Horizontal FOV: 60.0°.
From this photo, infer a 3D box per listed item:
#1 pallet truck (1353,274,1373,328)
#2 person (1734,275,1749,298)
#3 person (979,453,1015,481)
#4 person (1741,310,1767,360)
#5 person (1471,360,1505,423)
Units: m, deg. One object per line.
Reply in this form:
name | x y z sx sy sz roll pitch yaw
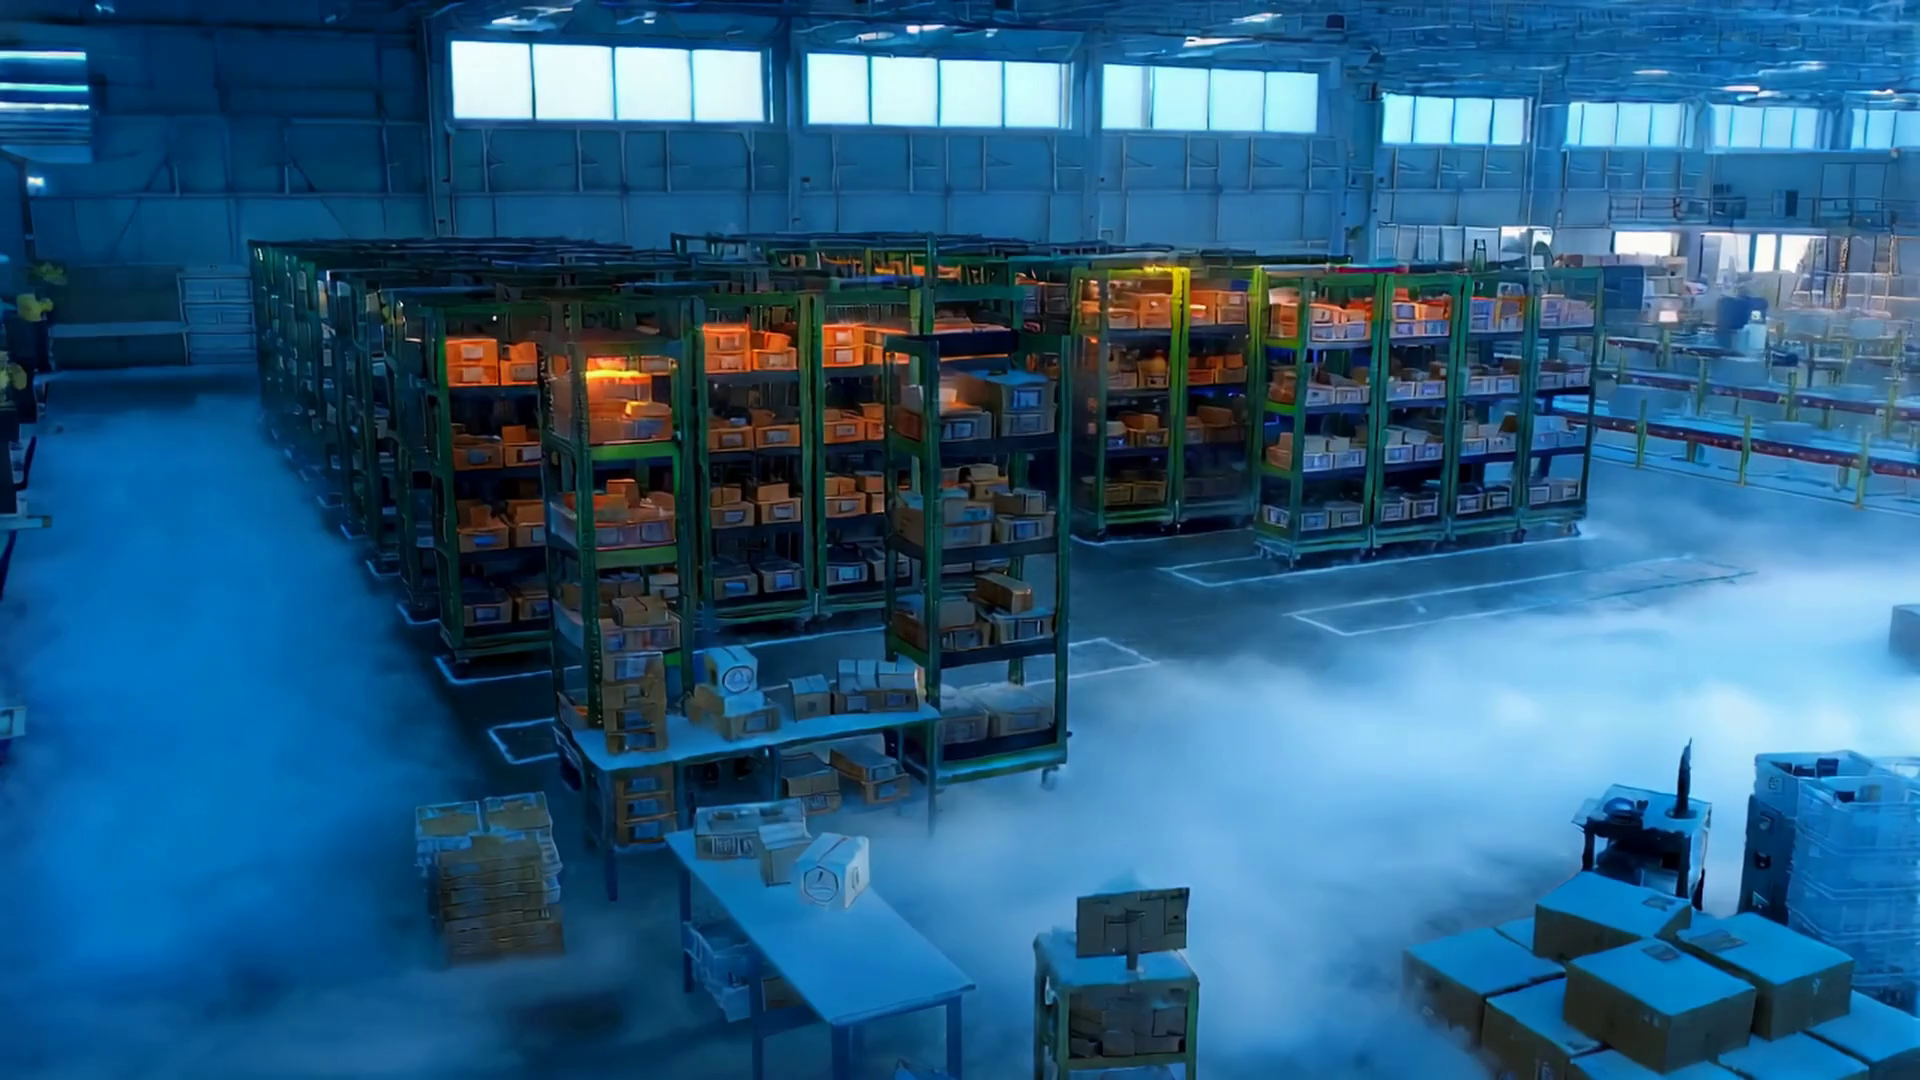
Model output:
pallet truck | 13.011 -8.050 55.243 0.823 1.965 1.885 -7 14 -28
person | 23.794 -7.059 50.590 0.686 2.007 0.662 -2 12 -10
person | 0.566 -1.284 23.597 0.611 1.996 0.378 0 12 0
person | 17.986 -4.245 37.672 0.640 1.904 0.401 -2 12 -11
person | 9.189 -2.285 28.946 0.542 1.712 0.953 -5 13 -24
